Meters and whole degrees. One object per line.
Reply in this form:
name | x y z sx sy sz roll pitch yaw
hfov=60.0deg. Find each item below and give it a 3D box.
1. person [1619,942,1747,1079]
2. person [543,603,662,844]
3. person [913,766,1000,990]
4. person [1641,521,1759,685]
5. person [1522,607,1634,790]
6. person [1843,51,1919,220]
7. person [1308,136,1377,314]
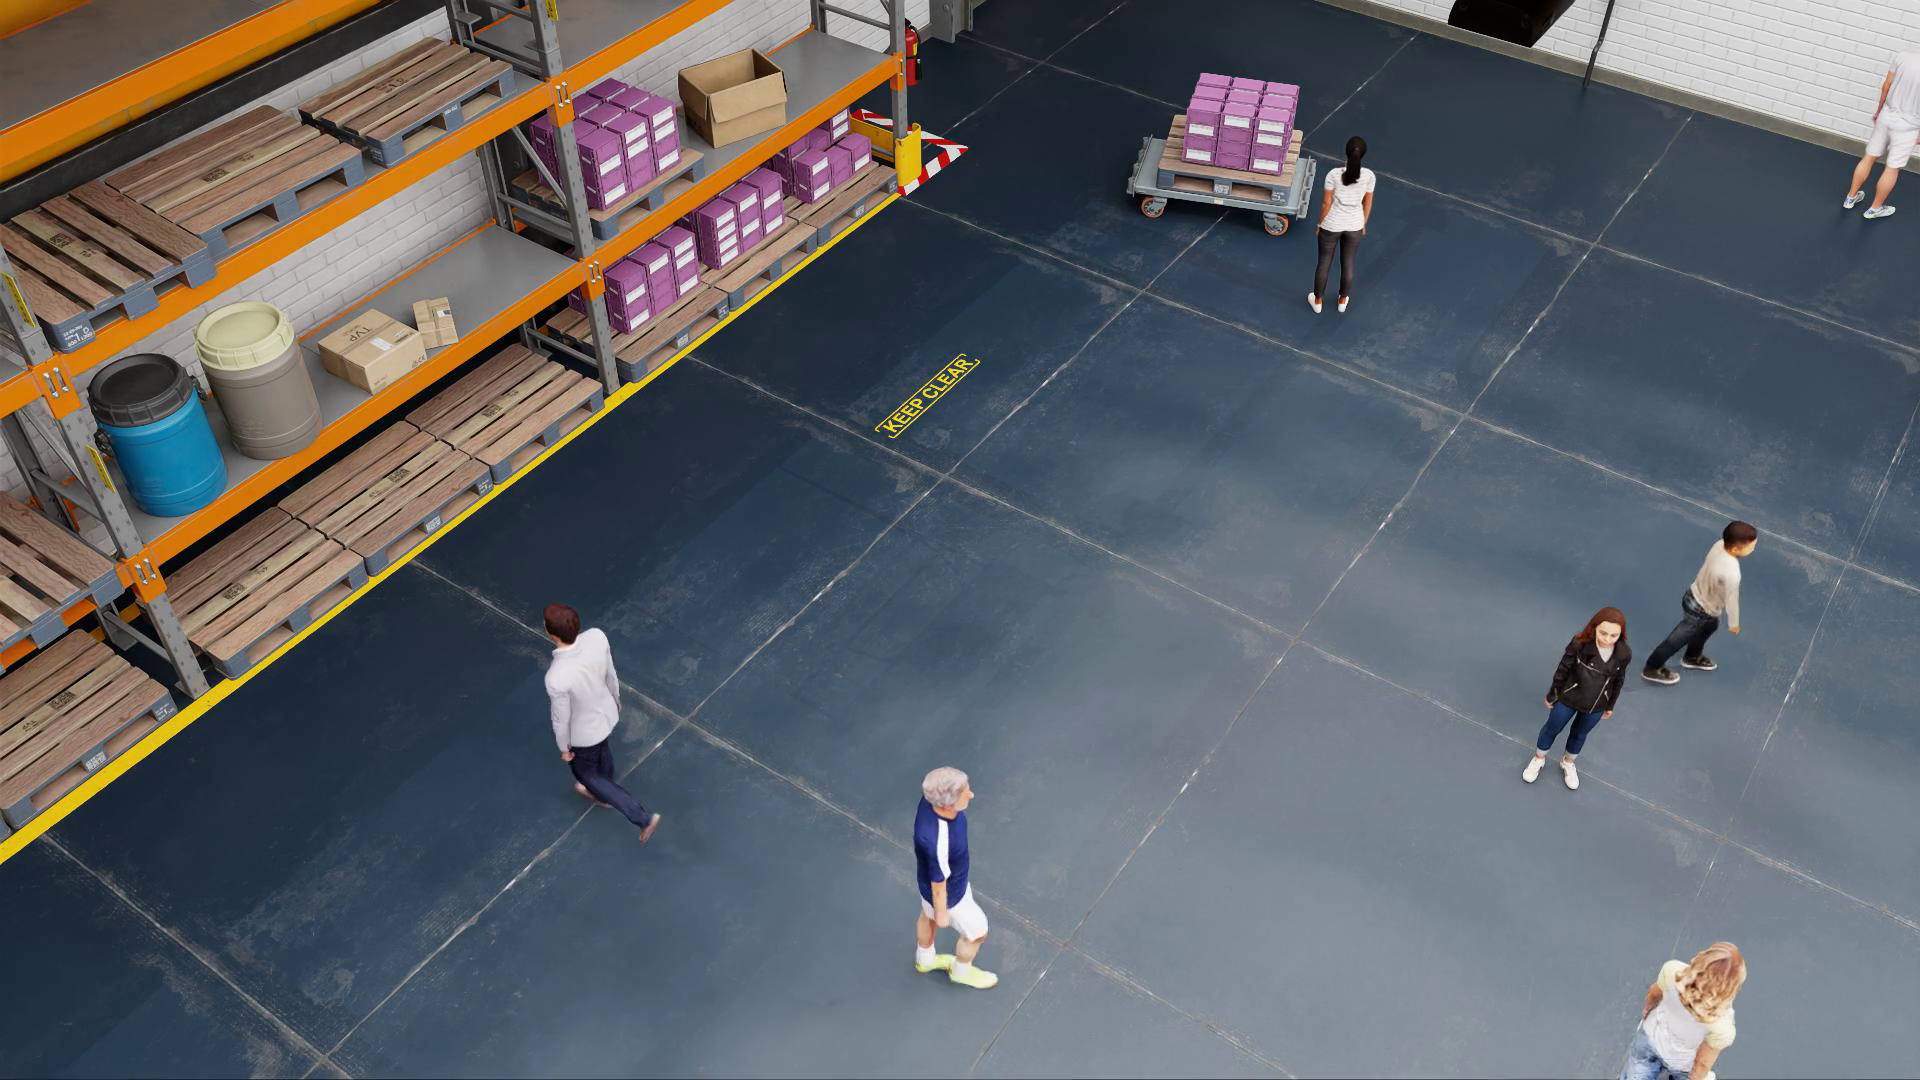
person | 3.498 2.624 8.361 1.198 1.674 0.943 -21 48 -21
person | -2.127 1.102 9.848 0.823 1.827 0.992 20 47 20
person | -0.170 1.856 9.055 0.886 1.828 0.823 -4 44 -4
person | 4.763 0.427 10.834 0.792 1.444 0.783 6 44 6
person | 3.834 0.958 10.247 0.638 1.483 0.636 7 44 8
person | 8.446 -3.773 14.944 0.723 1.856 0.760 -23 48 -23
person | 3.194 -2.632 13.898 0.660 1.646 0.690 1 44 1
